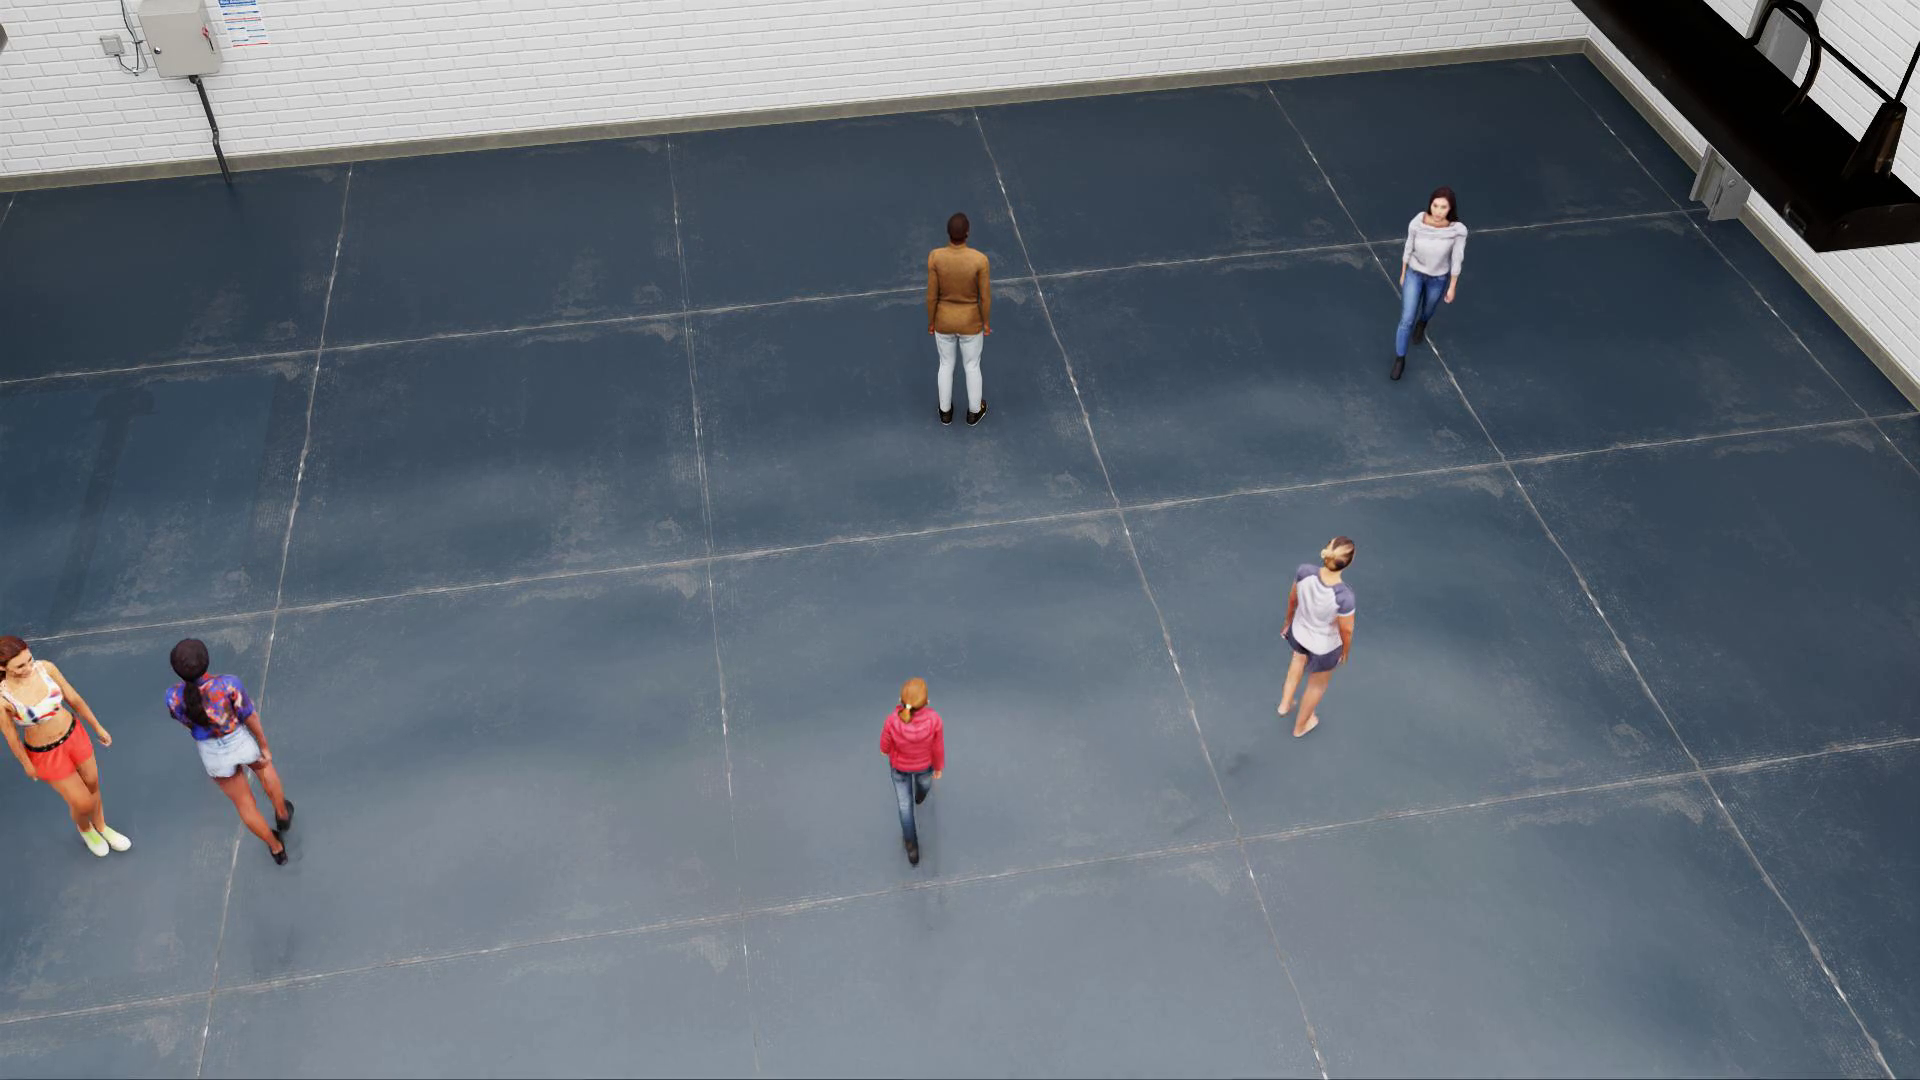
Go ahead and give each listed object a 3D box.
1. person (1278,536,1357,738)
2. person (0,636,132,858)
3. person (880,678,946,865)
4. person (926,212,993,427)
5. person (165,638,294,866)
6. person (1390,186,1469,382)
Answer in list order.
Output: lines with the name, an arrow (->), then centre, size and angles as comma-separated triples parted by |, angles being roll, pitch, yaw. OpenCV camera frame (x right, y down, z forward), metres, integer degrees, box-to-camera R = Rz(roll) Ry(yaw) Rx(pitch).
person -> 2.121, 0.631, 10.106 | 0.683, 1.610, 0.757 | 33, 53, 30
person -> -5.172, 1.148, 9.443 | 0.760, 1.776, 0.686 | 19, 47, 19
person -> -0.274, 1.344, 9.592 | 0.570, 1.286, 0.895 | -3, 44, -3
person -> -0.010, -1.626, 12.326 | 0.692, 1.816, 0.646 | 5, 44, 6
person -> -4.095, 1.260, 9.361 | 0.672, 1.728, 0.754 | -16, 46, -16
person -> 3.651, -2.066, 12.947 | 0.956, 1.596, 1.136 | 14, 45, 15
